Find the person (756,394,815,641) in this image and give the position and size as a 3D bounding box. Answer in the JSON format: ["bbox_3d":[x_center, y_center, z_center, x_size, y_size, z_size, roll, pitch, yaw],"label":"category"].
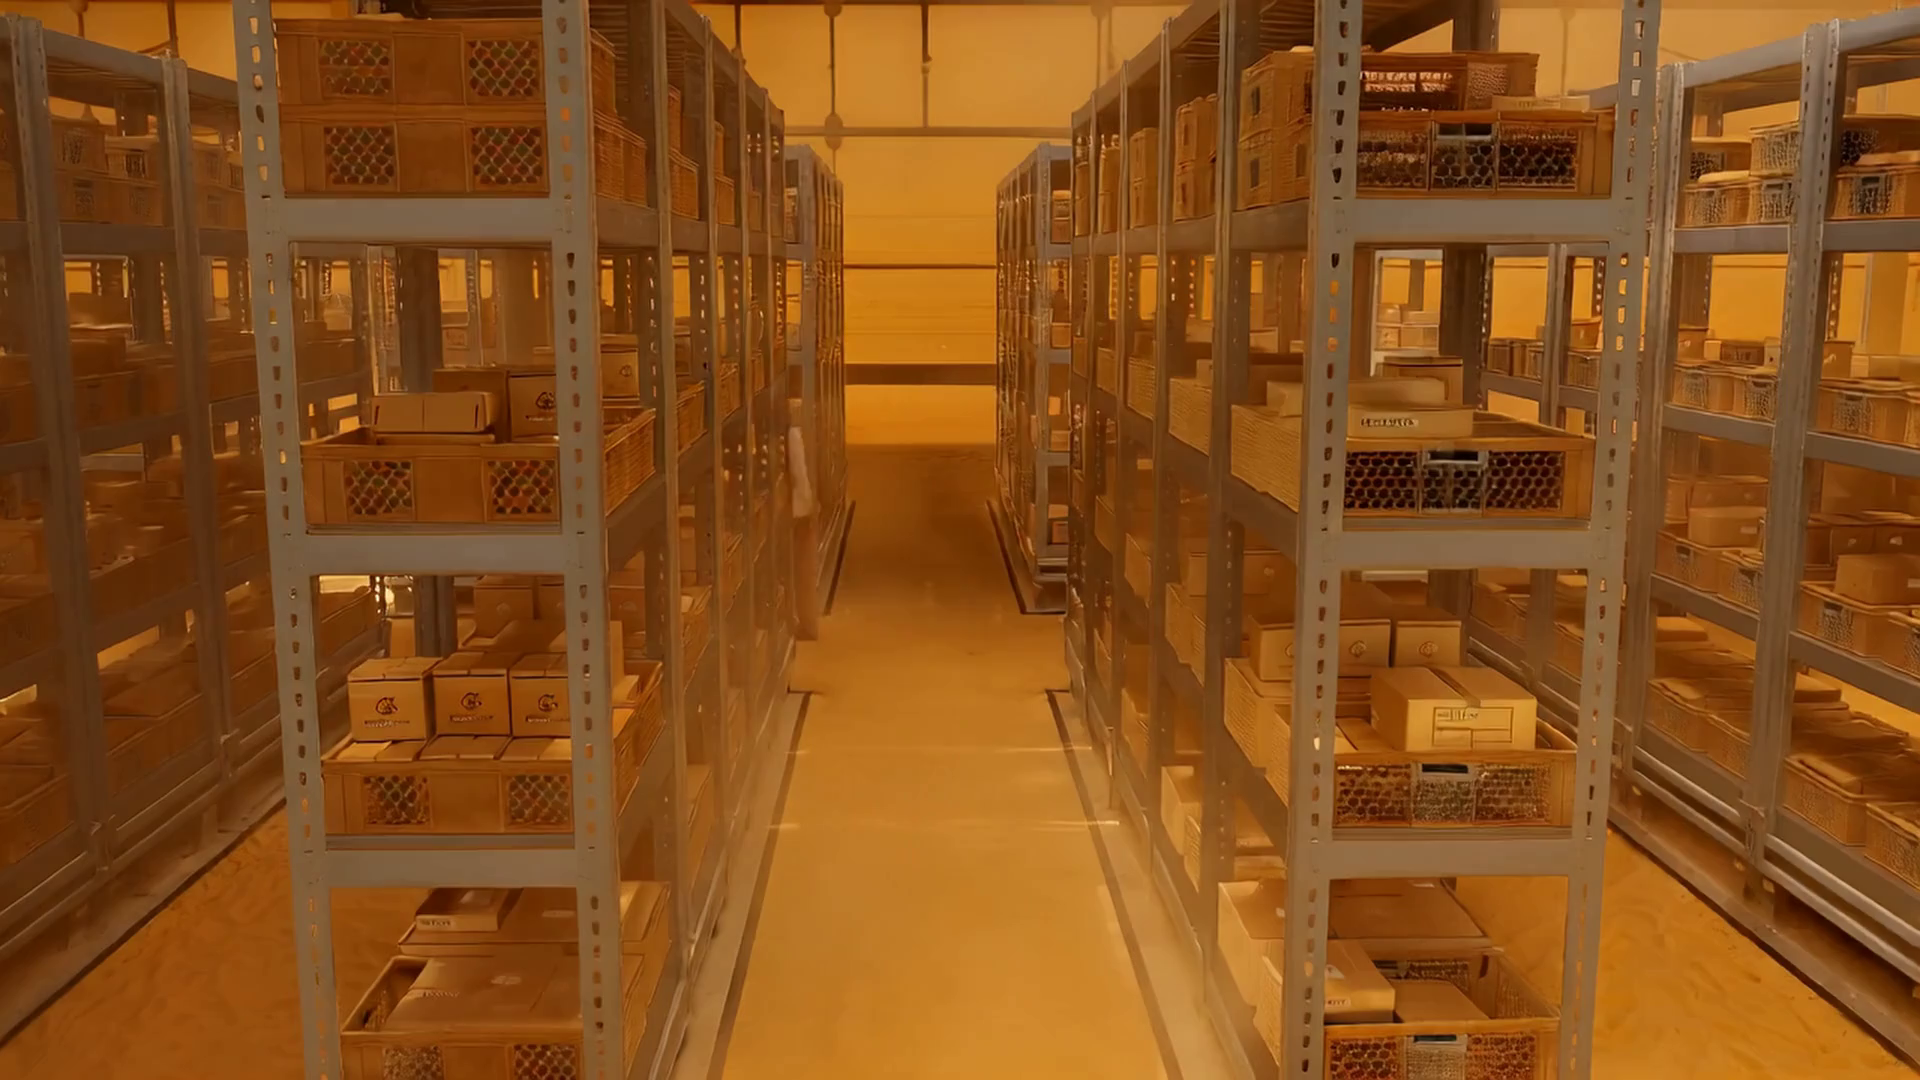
[{"bbox_3d":[-1.323,-0.161,11.839,0.614,1.824,0.590,1,9,8],"label":"person"}]
